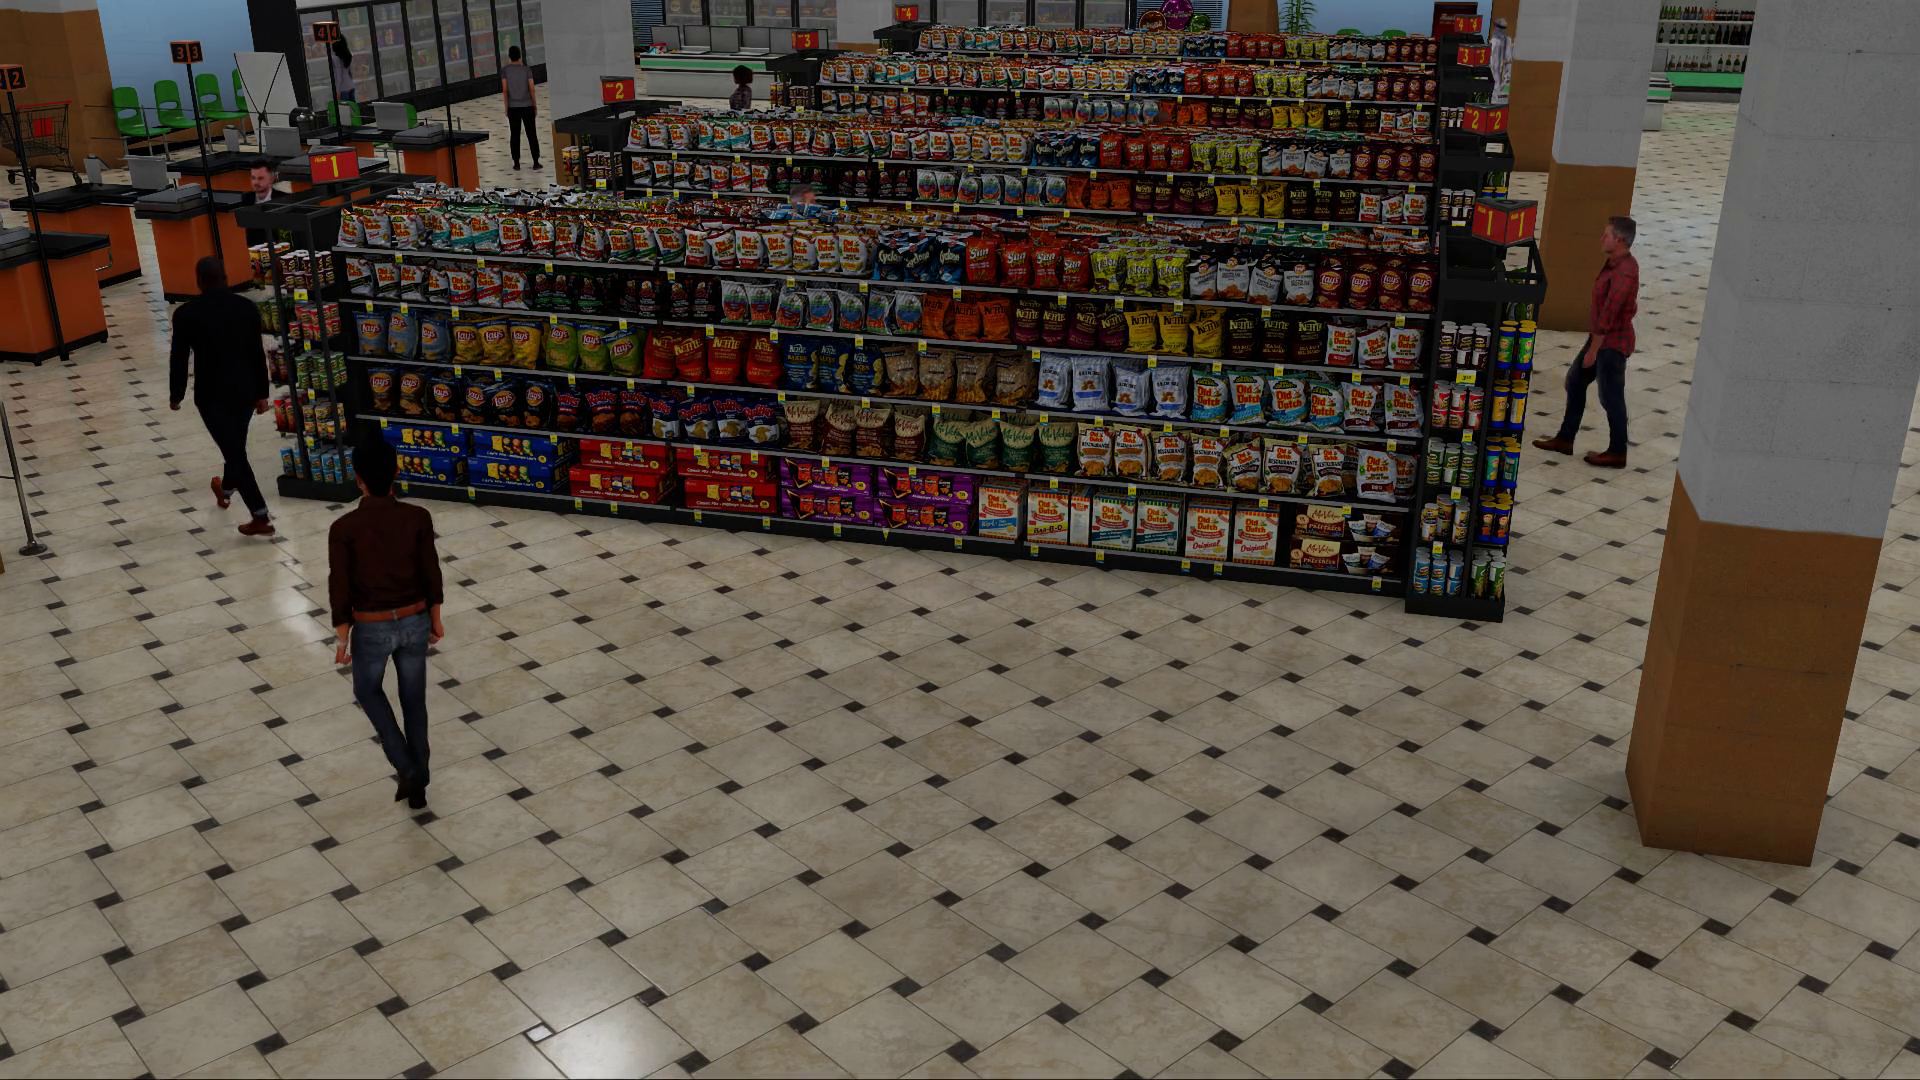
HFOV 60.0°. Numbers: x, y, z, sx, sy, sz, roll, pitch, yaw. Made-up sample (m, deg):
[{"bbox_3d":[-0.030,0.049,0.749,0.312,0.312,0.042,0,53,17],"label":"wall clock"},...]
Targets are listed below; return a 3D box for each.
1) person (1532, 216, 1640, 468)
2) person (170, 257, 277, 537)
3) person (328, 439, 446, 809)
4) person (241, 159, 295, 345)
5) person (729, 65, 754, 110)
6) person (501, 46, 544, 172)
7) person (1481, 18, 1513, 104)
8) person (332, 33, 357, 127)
[{"bbox_3d":[4.745,-1.391,11.904,0.894,1.809,0.729,7,23,17],"label":"person"},{"bbox_3d":[-4.648,-0.862,10.655,1.284,1.758,1.030,15,27,34],"label":"person"},{"bbox_3d":[-2.510,0.430,7.418,0.825,1.774,0.879,-14,26,-31],"label":"person"},{"bbox_3d":[-5.855,-2.420,14.470,1.104,1.804,0.795,5,23,13],"label":"person"},{"bbox_3d":[-2.851,-5.396,21.993,0.567,1.717,0.582,7,23,18],"label":"person"},{"bbox_3d":[-6.365,-6.259,24.091,0.625,1.755,0.751,-4,22,-9],"label":"person"},{"bbox_3d":[8.541,-7.280,26.436,1.041,1.901,1.230,-20,29,-40],"label":"person"},{"bbox_3d":[-9.662,-7.087,26.180,0.533,1.735,0.624,4,22,10],"label":"person"}]
